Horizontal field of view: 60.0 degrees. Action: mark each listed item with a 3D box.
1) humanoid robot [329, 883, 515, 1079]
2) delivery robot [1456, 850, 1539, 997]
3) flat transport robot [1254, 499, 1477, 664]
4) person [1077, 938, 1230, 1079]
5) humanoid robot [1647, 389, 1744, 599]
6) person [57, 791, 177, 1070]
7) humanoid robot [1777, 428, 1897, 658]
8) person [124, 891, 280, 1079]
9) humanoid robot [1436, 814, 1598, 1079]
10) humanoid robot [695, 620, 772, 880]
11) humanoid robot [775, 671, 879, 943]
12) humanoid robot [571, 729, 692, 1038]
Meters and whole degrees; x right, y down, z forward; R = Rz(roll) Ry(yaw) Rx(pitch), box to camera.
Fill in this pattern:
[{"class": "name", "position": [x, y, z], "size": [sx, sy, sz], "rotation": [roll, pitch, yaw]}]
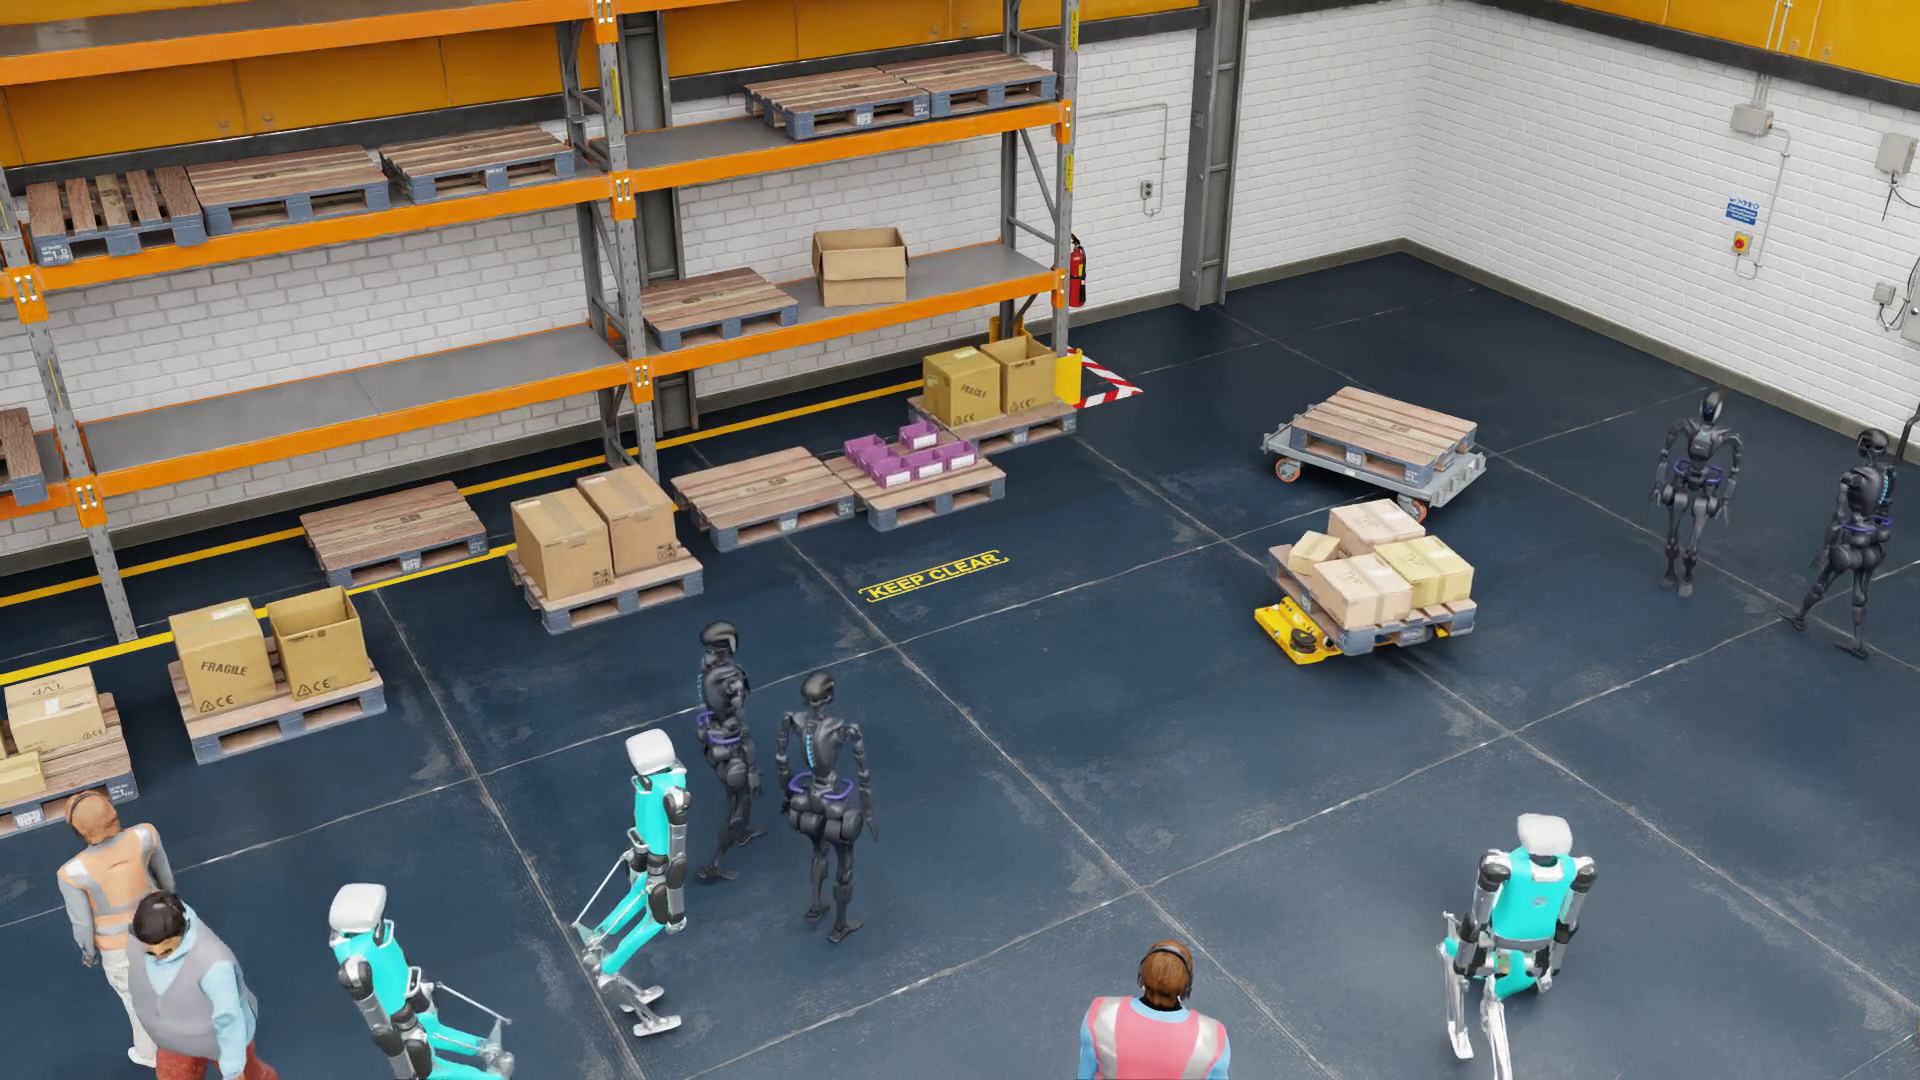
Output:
[{"class": "humanoid robot", "position": [-2.281, 2.225, 7.525], "size": [0.851, 1.738, 0.560], "rotation": [-5, 30, -9]}, {"class": "delivery robot", "position": [2.961, 2.042, 9.045], "size": [0.499, 0.571, 0.756], "rotation": [10, 31, 18]}, {"class": "flat transport robot", "position": [2.924, 0.540, 12.018], "size": [1.431, 0.231, 0.659], "rotation": [-9, 31, -16]}, {"class": "person", "position": [0.809, 2.440, 7.073], "size": [0.636, 1.830, 0.429], "rotation": [6, 30, 11]}, {"class": "humanoid robot", "position": [5.394, -0.360, 12.182], "size": [0.603, 1.640, 0.382], "rotation": [20, 35, 31]}, {"class": "person", "position": [-4.075, 1.916, 8.187], "size": [0.308, 1.640, 0.513], "rotation": [20, 35, 32]}, {"class": "humanoid robot", "position": [6.202, -0.004, 11.569], "size": [0.590, 1.627, 0.688], "rotation": [-13, 32, -21]}, {"class": "person", "position": [-3.420, 2.242, 7.428], "size": [0.594, 1.808, 1.002], "rotation": [6, 30, 10]}, {"class": "humanoid robot", "position": [2.607, 1.937, 8.055], "size": [0.536, 1.751, 0.891], "rotation": [-1, 29, -2]}, {"class": "humanoid robot", "position": [-1.318, 1.180, 9.472], "size": [0.583, 1.649, 0.601], "rotation": [-16, 33, -26]}, {"class": "humanoid robot", "position": [-0.724, 1.435, 9.008], "size": [0.599, 1.651, 0.322], "rotation": [11, 31, 18]}, {"class": "humanoid robot", "position": [-1.670, 1.760, 8.274], "size": [0.742, 1.701, 0.528], "rotation": [-17, 34, -27]}]
